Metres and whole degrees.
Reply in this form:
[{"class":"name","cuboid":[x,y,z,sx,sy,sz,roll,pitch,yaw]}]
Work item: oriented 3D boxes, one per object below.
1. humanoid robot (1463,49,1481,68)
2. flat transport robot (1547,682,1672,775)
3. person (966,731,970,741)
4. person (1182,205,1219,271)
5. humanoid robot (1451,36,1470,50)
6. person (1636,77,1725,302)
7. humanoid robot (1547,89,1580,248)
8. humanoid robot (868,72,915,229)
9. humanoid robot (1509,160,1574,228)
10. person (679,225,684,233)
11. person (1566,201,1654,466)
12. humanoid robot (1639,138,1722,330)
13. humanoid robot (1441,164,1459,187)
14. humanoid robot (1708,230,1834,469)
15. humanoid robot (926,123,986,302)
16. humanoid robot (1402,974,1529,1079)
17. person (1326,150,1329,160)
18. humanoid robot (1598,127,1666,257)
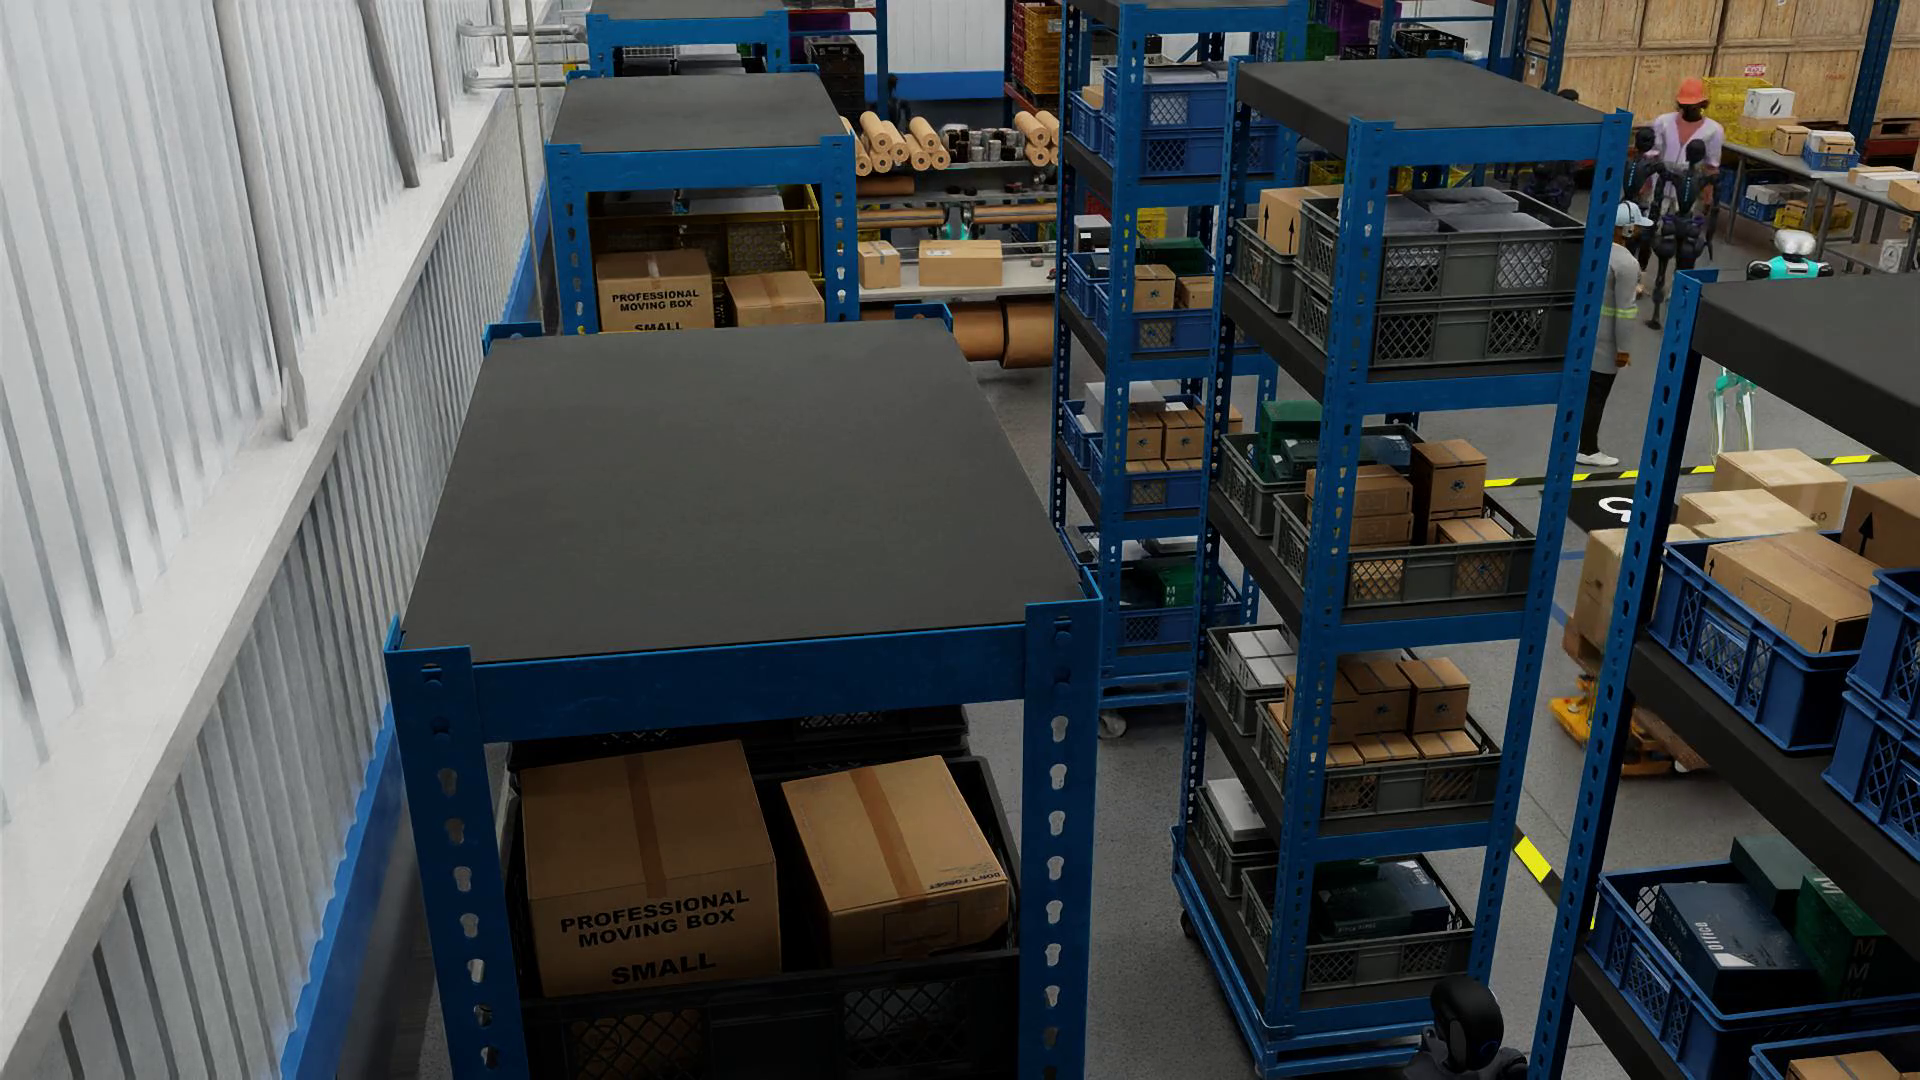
[{"class":"humanoid robot","cuboid":[5.242,-4.503,18.428,0.847,1.858,0.559,16,29,31]},{"class":"flat transport robot","cuboid":[3.781,0.877,8.359,1.431,0.197,0.652,-4,25,-8]},{"class":"person","cuboid":[-0.257,0.194,7.911,0.619,1.903,0.776,22,33,39]},{"class":"person","cuboid":[2.362,-3.406,15.835,0.431,1.835,0.622,-14,28,-27]},{"class":"humanoid robot","cuboid":[5.443,-4.857,19.237,0.731,1.908,0.555,15,29,29]},{"class":"person","cuboid":[6.477,-3.167,15.090,0.695,2.033,0.465,18,30,34]},{"class":"humanoid robot","cuboid":[5.987,-3.625,16.496,0.379,1.646,0.597,11,27,22]},{"class":"humanoid robot","cuboid":[-0.711,-4.043,17.424,0.616,1.635,0.567,-19,31,-35]},{"class":"humanoid robot","cuboid":[5.376,-3.088,15.403,0.613,1.619,0.782,14,28,27]},{"class":"person","cuboid":[-2.571,-2.734,14.312,0.646,1.878,1.036,-22,33,-39]},{"class":"person","cuboid":[4.472,-1.426,11.504,0.387,1.850,0.598,-5,25,-11]},{"class":"humanoid robot","cuboid":[6.190,-2.629,14.329,0.600,1.654,0.338,11,27,23]},{"class":"humanoid robot","cuboid":[4.918,-3.824,16.903,0.547,1.757,1.027,-3,25,-6]},{"class":"humanoid robot","cuboid":[5.371,-1.302,11.217,0.533,1.672,0.735,1,25,2]},{"class":"humanoid robot","cuboid":[-0.076,-2.643,14.338,0.541,1.758,1.032,4,25,9]},{"class":"humanoid robot","cuboid":[1.278,1.867,4.537,0.599,1.657,0.315,-11,27,-22]},{"class":"person","cuboid":[4.317,-4.645,18.553,0.616,1.821,0.438,7,26,15]},{"class":"humanoid robot","cuboid":[5.869,-2.817,14.752,0.594,1.635,0.456,15,29,29]}]
